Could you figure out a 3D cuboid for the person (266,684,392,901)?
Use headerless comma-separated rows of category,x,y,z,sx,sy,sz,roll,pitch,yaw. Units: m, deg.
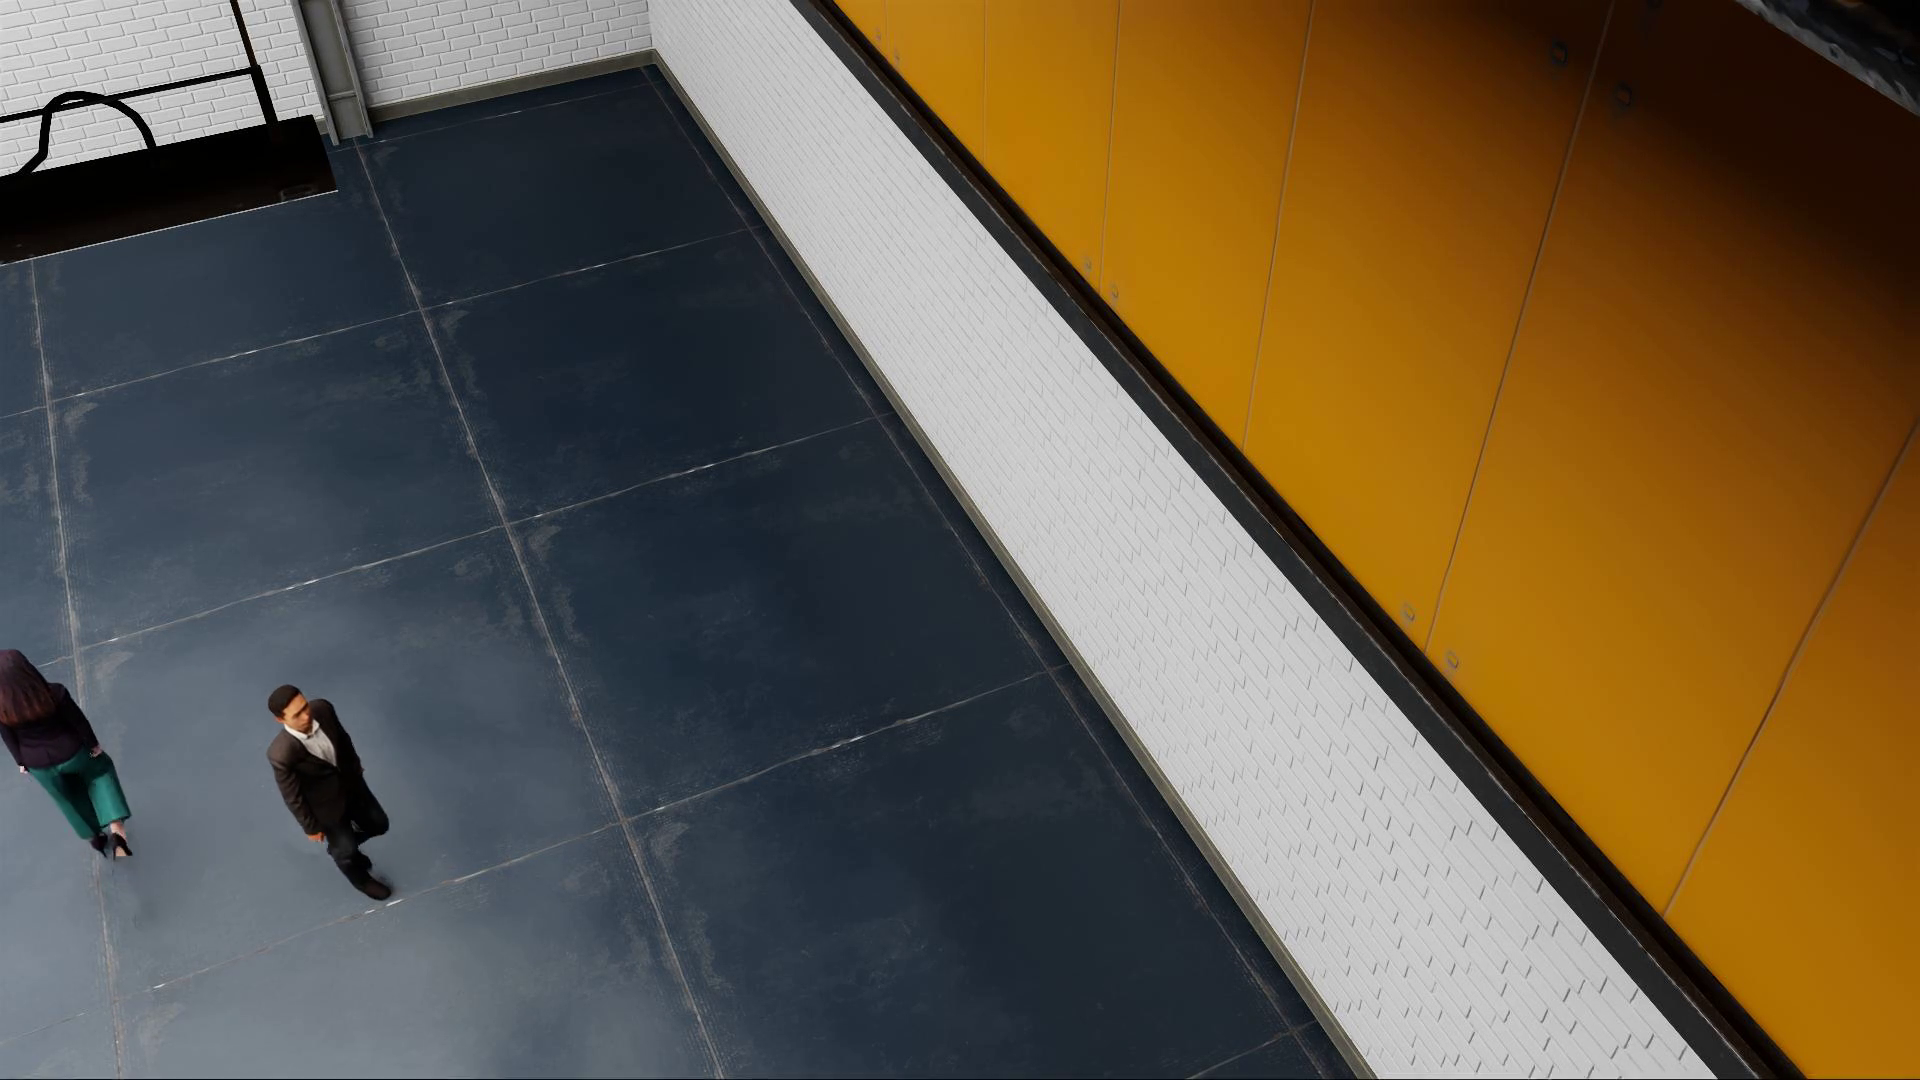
person,-3.649,1.418,9.469,0.911,1.793,0.848,15,46,15

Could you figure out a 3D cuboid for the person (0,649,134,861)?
person,-5.189,1.321,9.620,0.727,1.725,0.675,-20,47,-19
